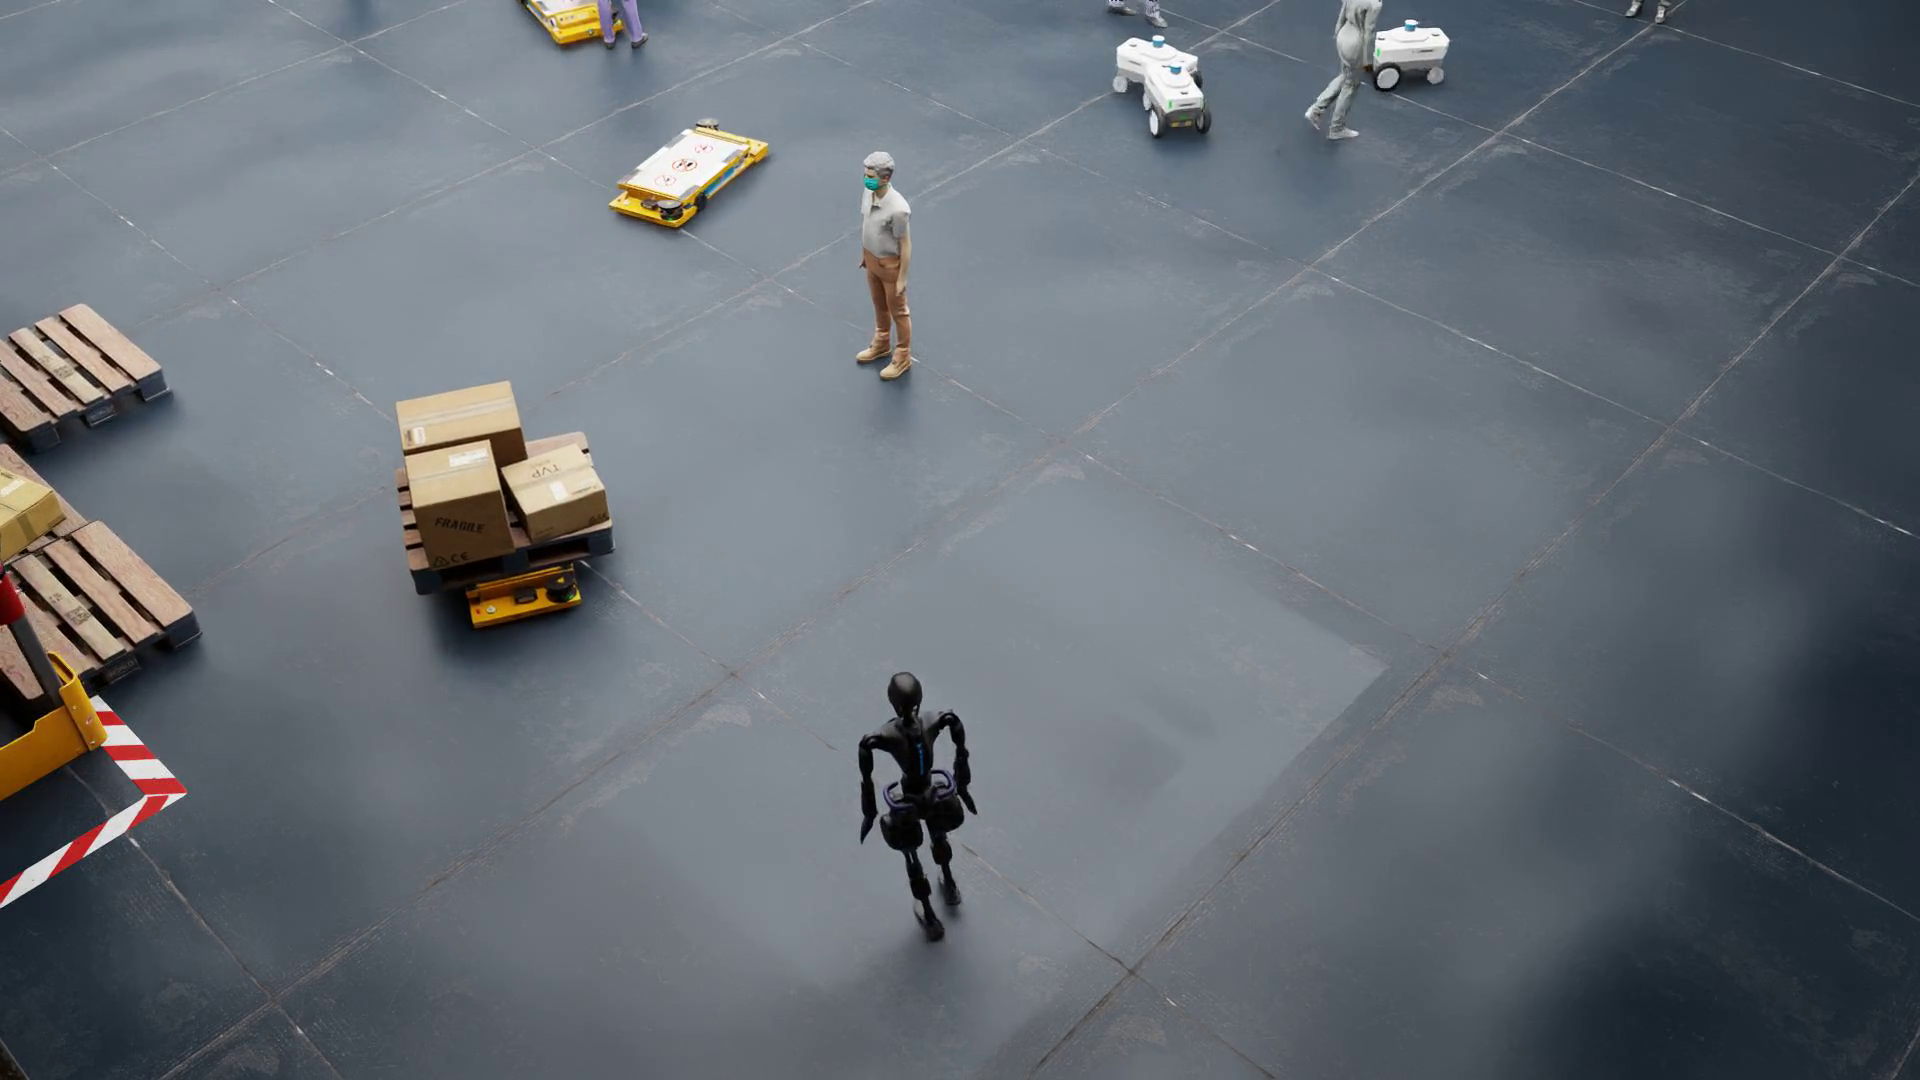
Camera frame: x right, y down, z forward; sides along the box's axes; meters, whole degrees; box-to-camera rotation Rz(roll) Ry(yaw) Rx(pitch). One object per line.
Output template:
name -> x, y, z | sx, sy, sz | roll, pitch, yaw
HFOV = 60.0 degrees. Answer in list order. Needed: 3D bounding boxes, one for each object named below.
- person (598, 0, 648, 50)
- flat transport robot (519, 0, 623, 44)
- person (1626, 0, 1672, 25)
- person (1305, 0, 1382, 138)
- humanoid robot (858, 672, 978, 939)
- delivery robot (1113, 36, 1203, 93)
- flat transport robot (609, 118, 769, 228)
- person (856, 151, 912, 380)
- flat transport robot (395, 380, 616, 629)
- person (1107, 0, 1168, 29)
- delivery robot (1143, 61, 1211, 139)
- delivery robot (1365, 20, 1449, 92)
person -> -3.253, -5.440, 15.400 | 0.563, 1.837, 0.389 | 0, 42, 0
flat transport robot -> -3.914, -5.316, 16.435 | 0.659, 0.231, 1.431 | -21, 46, -22
person -> 6.790, -5.888, 15.905 | 0.574, 1.830, 0.412 | 18, 45, 19
person -> 3.332, -4.164, 14.066 | 0.432, 1.721, 0.508 | -10, 43, -11
humanoid robot -> -0.190, 1.296, 8.040 | 0.596, 1.645, 0.397 | -15, 44, -16
delivery robot -> 1.790, -4.252, 15.044 | 0.795, 0.602, 0.499 | 26, 48, 26
flat transport robot -> -2.263, -3.090, 13.960 | 0.659, 0.231, 1.431 | 19, 45, 20
person -> -0.520, -1.912, 11.546 | 0.327, 1.747, 0.479 | -27, 48, -27
flat transport robot -> -2.857, -0.035, 10.564 | 0.659, 0.231, 1.431 | -13, 44, -14
person -> 1.726, -5.791, 15.814 | 0.701, 1.794, 0.562 | 27, 48, 27
delivery robot -> 1.888, -3.896, 14.657 | 0.499, 0.614, 0.802 | -9, 43, -10
delivery robot -> 4.066, -4.472, 15.291 | 0.781, 0.605, 0.499 | -6, 42, -7
